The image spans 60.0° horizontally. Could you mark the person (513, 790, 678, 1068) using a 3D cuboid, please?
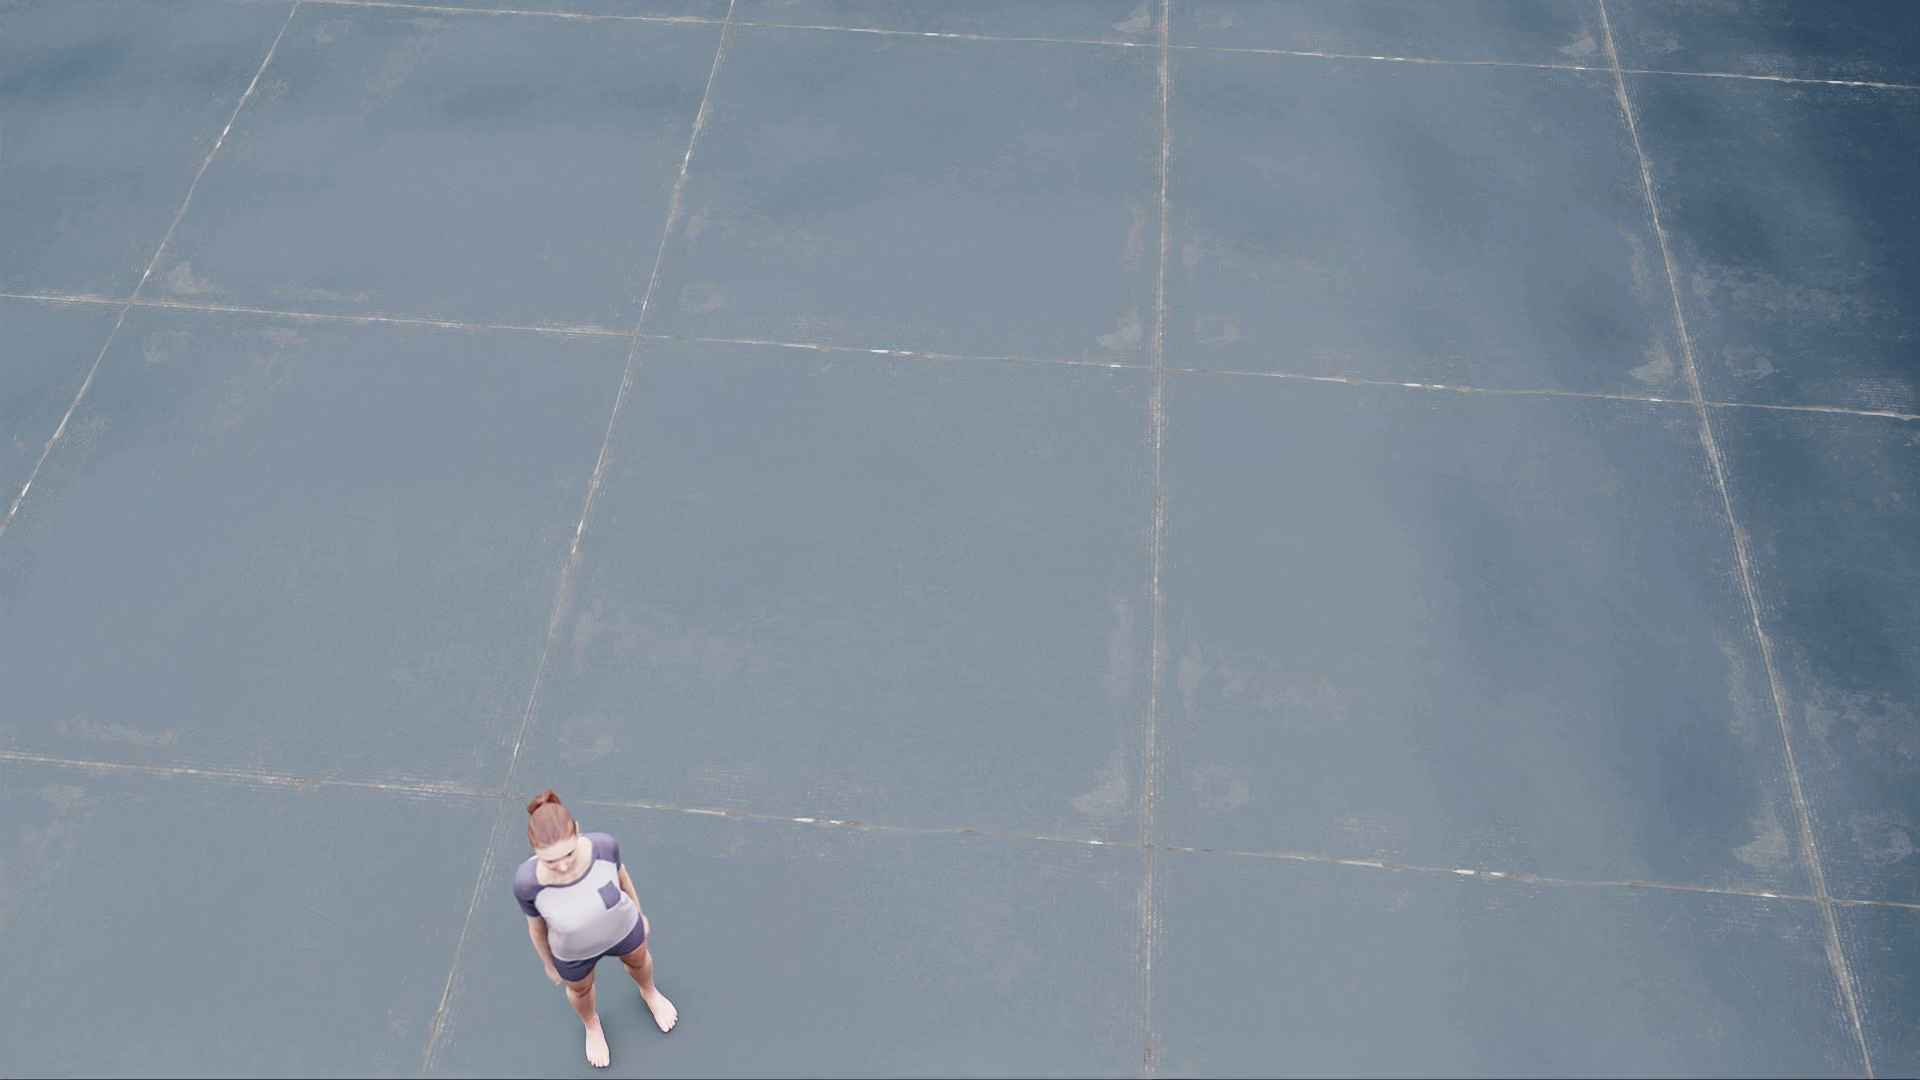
[{"bbox_3d":[-1.402,1.490,6.362,0.655,1.766,0.738,-25,56,-18],"label":"person"}]
